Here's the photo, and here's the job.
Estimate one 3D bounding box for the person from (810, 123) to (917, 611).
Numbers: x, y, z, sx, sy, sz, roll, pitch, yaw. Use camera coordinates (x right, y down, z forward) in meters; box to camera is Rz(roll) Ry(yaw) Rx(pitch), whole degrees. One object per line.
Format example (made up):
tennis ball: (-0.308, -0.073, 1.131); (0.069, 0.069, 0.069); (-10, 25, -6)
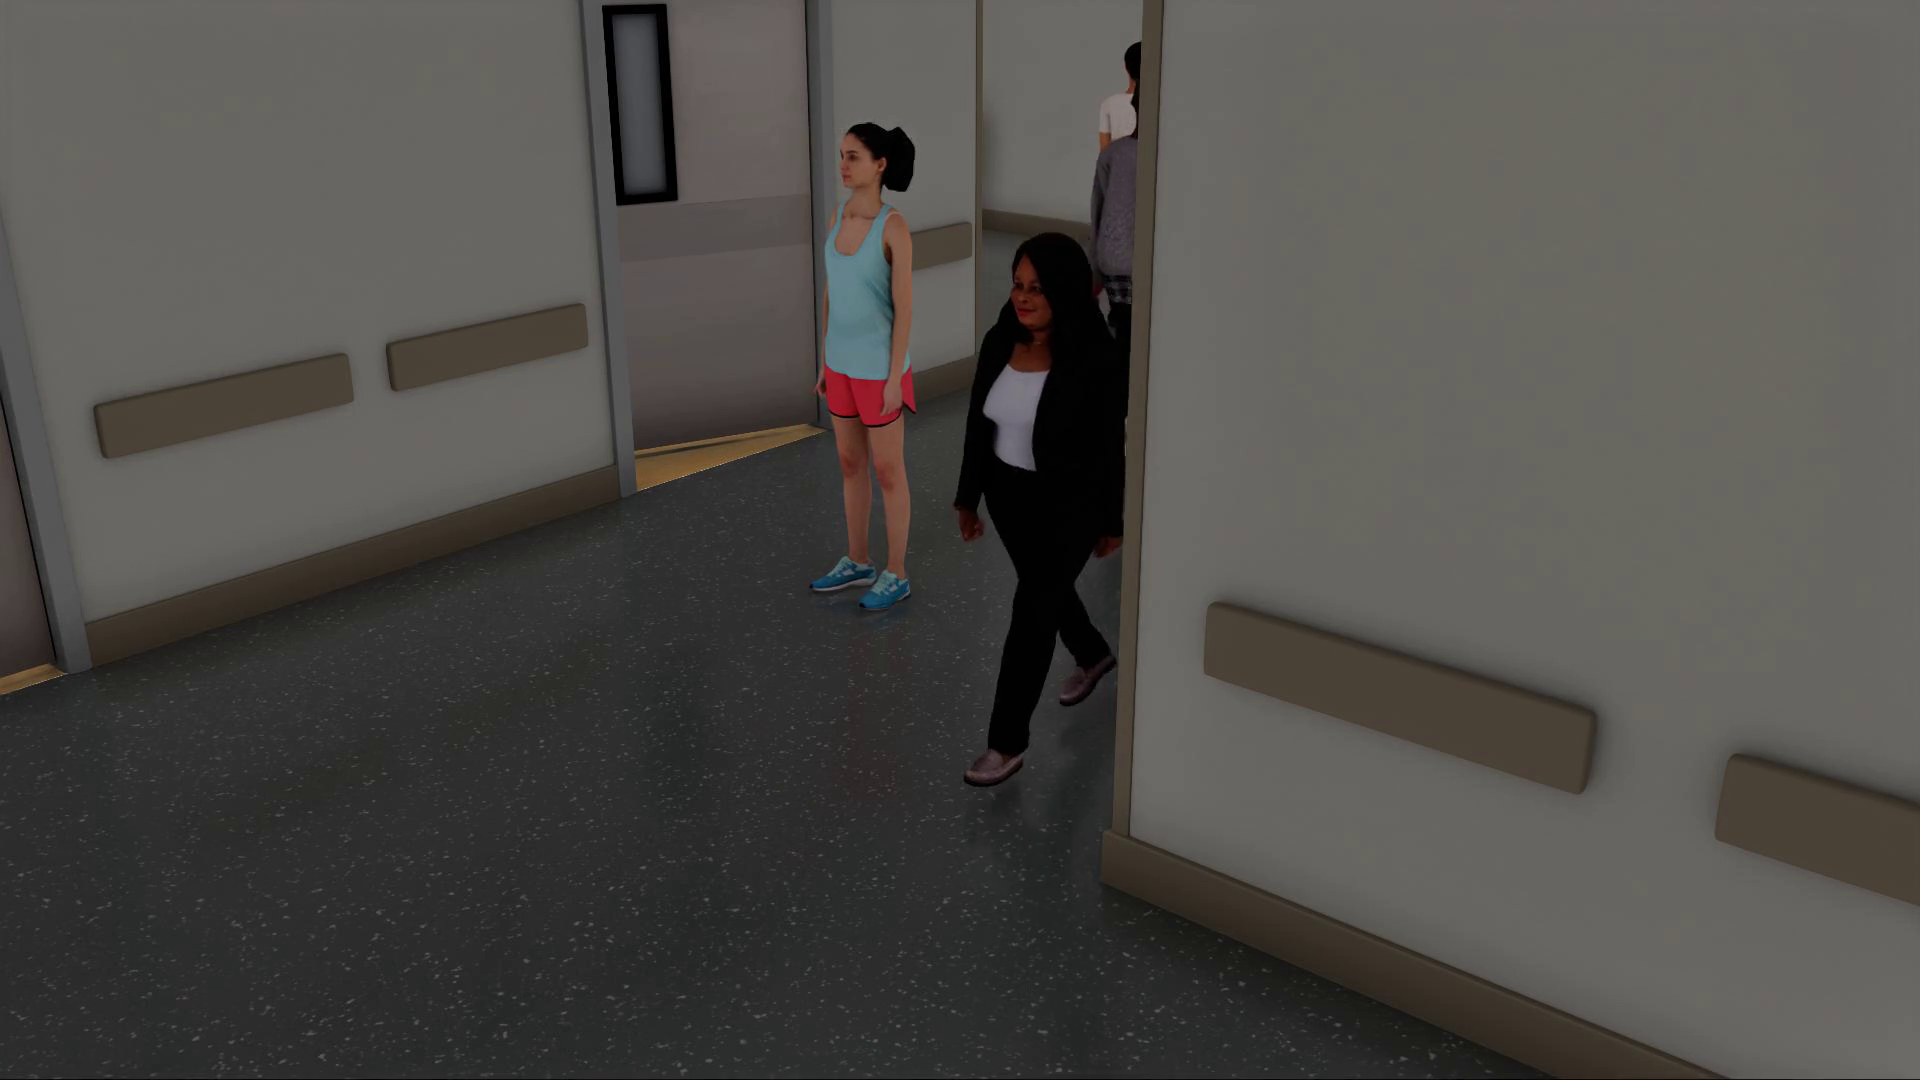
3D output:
person: (-0.338, -0.616, 6.043); (0.604, 1.764, 0.610); (-19, 28, -41)

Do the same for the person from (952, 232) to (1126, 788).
person: (0.301, -0.114, 4.985); (0.696, 1.575, 1.122); (15, 25, 34)
